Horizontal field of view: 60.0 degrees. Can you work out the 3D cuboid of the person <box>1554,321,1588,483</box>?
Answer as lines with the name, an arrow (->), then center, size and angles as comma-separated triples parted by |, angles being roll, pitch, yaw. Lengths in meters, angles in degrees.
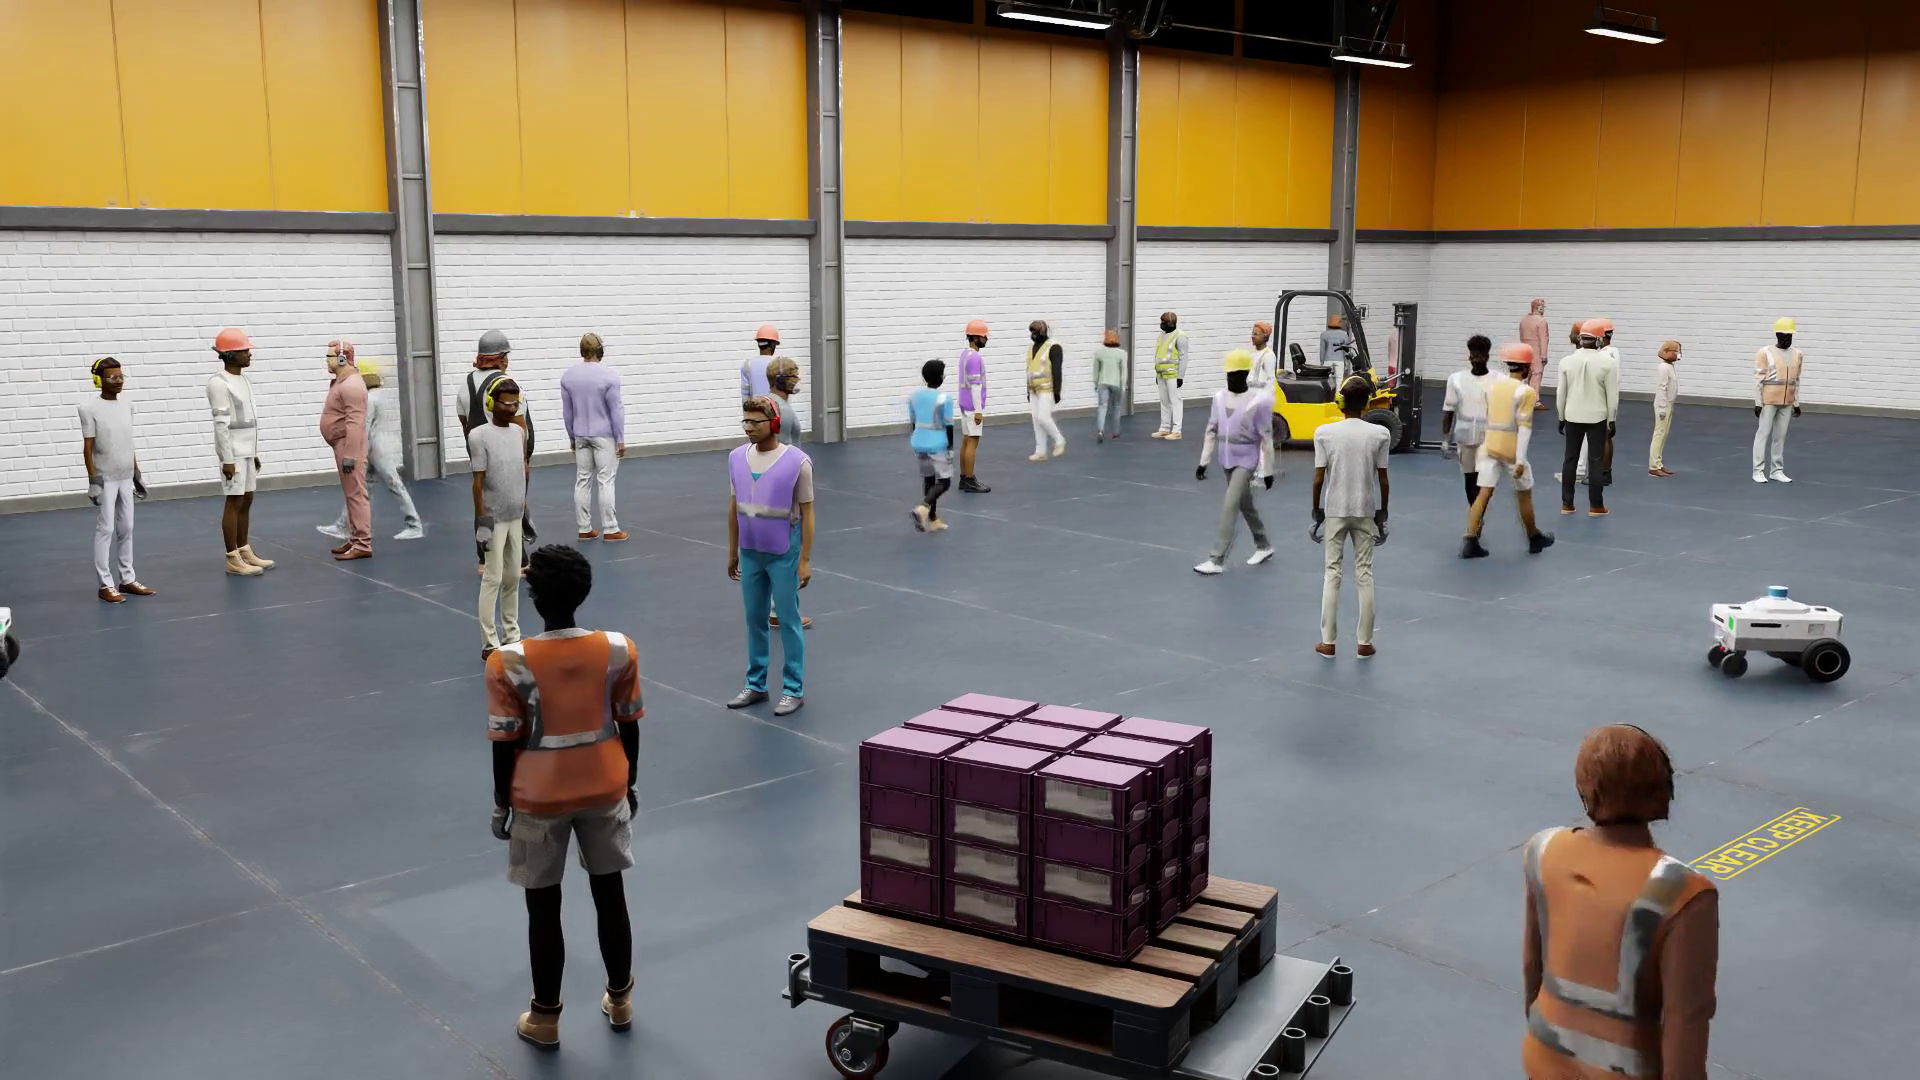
person -> 7.201, -1.608, 19.415 | 0.355, 1.885, 0.575 | 2, 10, 11

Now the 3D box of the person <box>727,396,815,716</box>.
person -> -1.089, 0.085, 9.613 | 0.571, 1.843, 0.373 | 5, 11, 29

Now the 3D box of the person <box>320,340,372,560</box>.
person -> -5.356, -0.782, 14.514 | 0.408, 1.909, 0.638 | -4, 11, -23

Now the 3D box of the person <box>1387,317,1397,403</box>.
person -> 6.894, -2.685, 26.091 | 0.325, 1.760, 0.523 | -2, 10, -13

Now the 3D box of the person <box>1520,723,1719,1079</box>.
person -> 1.438, 1.210, 3.697 | 0.394, 1.603, 0.560 | -5, 11, -29

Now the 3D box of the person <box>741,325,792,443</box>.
person -> -1.982, -1.251, 17.198 | 0.543, 1.928, 0.374 | 2, 10, 12

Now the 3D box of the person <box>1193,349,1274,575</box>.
person -> 2.358, -0.667, 13.948 | 1.033, 1.876, 0.588 | -7, 12, -34

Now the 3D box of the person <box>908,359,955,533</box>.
person -> -0.301, -0.863, 15.664 | 0.536, 1.677, 0.579 | 7, 12, 37

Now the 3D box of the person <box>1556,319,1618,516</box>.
person -> 6.378, -1.238, 16.915 | 0.610, 1.996, 0.378 | 8, 12, 38

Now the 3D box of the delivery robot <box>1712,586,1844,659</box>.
delivery robot -> 5.143, 0.534, 10.483 | 0.707, 0.478, 0.477 | 1, 10, 6

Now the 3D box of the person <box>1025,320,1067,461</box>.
person -> 1.065, -1.919, 21.415 | 0.442, 1.823, 0.640 | -7, 12, -34

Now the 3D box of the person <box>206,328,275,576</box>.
person -> -5.964, -0.728, 13.785 | 0.366, 2.046, 0.614 | -1, 10, -3

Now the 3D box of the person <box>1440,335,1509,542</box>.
person -> 4.825, -0.959, 15.546 | 0.623, 1.907, 1.020 | 5, 11, 29

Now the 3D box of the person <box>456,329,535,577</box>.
person -> -3.763, -0.711, 13.701 | 0.683, 2.000, 0.537 | 6, 11, 32

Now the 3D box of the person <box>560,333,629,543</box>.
person -> -3.350, -0.932, 15.296 | 0.631, 1.940, 0.372 | 4, 10, 20

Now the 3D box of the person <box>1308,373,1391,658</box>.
person -> 2.555, -0.144, 10.916 | 0.524, 1.861, 0.325 | 1, 10, 9

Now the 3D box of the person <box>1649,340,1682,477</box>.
person -> 8.473, -1.578, 19.965 | 0.264, 1.632, 0.507 | 6, 11, 32

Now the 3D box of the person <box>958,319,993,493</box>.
person -> 0.174, -1.500, 18.625 | 0.373, 1.934, 0.551 | -2, 10, -12

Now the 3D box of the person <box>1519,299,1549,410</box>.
person -> 9.882, -3.181, 28.550 | 0.406, 1.910, 0.639 | -3, 10, -18

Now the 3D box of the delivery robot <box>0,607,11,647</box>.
delivery robot -> -6.295, 0.566, 10.297 | 0.707, 0.478, 0.477 | -4, 10, -21

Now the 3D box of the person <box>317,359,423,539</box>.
person -> -5.479, -0.823, 15.406 | 0.943, 1.681, 0.495 | -4, 10, -21

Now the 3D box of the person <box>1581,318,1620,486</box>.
person -> 7.369, -1.585, 19.156 | 0.385, 1.923, 0.550 | 6, 12, 32

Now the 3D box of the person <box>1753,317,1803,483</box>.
person -> 9.535, -1.625, 19.387 | 0.585, 1.927, 0.366 | -2, 10, -11

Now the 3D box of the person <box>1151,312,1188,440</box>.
person -> 3.012, -2.362, 23.961 | 0.429, 1.839, 0.630 | -5, 11, -26

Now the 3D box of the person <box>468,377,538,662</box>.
person -> -2.945, -0.124, 10.788 | 0.328, 1.865, 0.521 | 4, 11, 23

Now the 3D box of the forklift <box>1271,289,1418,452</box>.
forklift -> 5.034, -2.339, 22.783 | 2.313, 2.155, 1.214 | 3, 10, 16

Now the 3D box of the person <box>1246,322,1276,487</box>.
person -> 3.433, -1.555, 19.102 | 0.356, 1.884, 0.574 | -2, 10, -9

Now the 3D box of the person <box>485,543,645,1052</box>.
person -> -1.310, 0.852, 5.554 | 0.541, 1.697, 0.315 | -6, 11, -31

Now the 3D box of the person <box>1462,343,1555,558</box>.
person -> 4.822, -0.782, 14.595 | 1.014, 1.876, 0.569 | -6, 12, -33

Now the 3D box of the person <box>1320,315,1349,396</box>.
person -> 6.427, -3.048, 28.574 | 0.500, 1.633, 0.284 | 3, 10, 16

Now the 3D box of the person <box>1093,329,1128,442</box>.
person -> 2.131, -2.206, 23.747 | 0.509, 1.601, 0.807 | 3, 10, 16

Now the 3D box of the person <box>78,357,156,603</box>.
person -> -6.469, -0.463, 12.762 | 0.328, 1.868, 0.519 | 3, 10, 17

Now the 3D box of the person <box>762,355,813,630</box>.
person -> -1.285, -0.338, 11.820 | 0.374, 1.939, 0.628 | -3, 10, -17
